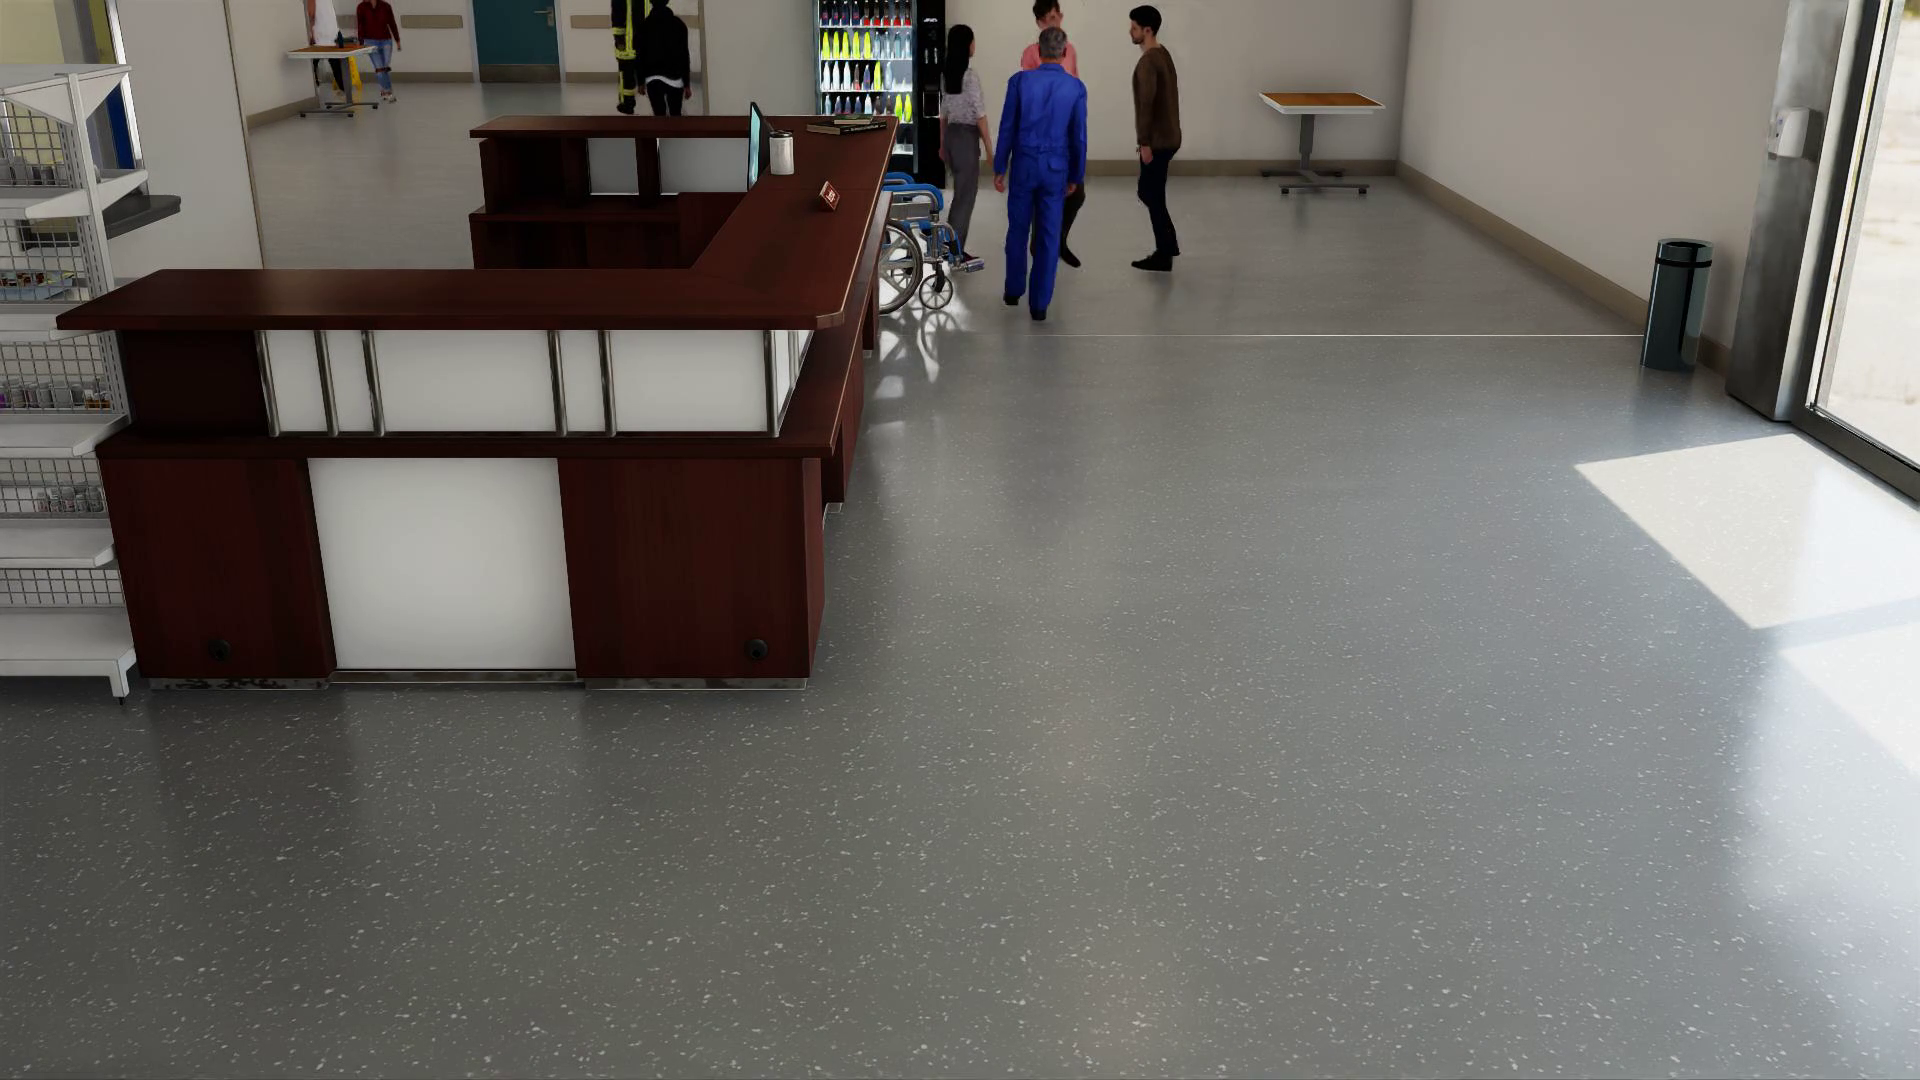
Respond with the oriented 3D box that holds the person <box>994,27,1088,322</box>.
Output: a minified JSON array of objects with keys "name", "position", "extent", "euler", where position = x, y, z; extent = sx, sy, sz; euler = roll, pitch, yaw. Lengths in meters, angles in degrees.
[{"name":"person","position":[0.505,-2.285,10.515],"extent":[0.780,1.793,0.845],"euler":[0,21,-1]}]

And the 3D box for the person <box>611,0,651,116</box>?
[{"name":"person","position":[-4.095,-6.362,21.121],"extent":[1.255,1.905,1.191],"euler":[18,27,40]}]

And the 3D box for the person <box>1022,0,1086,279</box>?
[{"name":"person","position":[0.629,-2.787,11.653],"extent":[0.960,1.926,0.864],"euler":[19,28,40]}]

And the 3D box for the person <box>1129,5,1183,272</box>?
[{"name":"person","position":[1.488,-2.851,11.916],"extent":[0.745,1.859,0.749],"euler":[7,22,19]}]

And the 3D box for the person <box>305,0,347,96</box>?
[{"name":"person","position":[-8.896,-7.050,23.287],"extent":[0.958,1.657,0.846],"euler":[8,22,20]}]

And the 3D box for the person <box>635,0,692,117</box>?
[{"name":"person","position":[-2.905,-4.480,16.333],"extent":[1.155,1.777,0.922],"euler":[-4,21,-11]}]

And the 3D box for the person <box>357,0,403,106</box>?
[{"name":"person","position":[-7.844,-6.662,22.355],"extent":[1.007,1.591,1.022],"euler":[-15,25,-35]}]

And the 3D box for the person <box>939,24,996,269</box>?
[{"name":"person","position":[-0.054,-2.825,12.037],"extent":[0.722,1.725,0.711],"euler":[-11,23,-27]}]
